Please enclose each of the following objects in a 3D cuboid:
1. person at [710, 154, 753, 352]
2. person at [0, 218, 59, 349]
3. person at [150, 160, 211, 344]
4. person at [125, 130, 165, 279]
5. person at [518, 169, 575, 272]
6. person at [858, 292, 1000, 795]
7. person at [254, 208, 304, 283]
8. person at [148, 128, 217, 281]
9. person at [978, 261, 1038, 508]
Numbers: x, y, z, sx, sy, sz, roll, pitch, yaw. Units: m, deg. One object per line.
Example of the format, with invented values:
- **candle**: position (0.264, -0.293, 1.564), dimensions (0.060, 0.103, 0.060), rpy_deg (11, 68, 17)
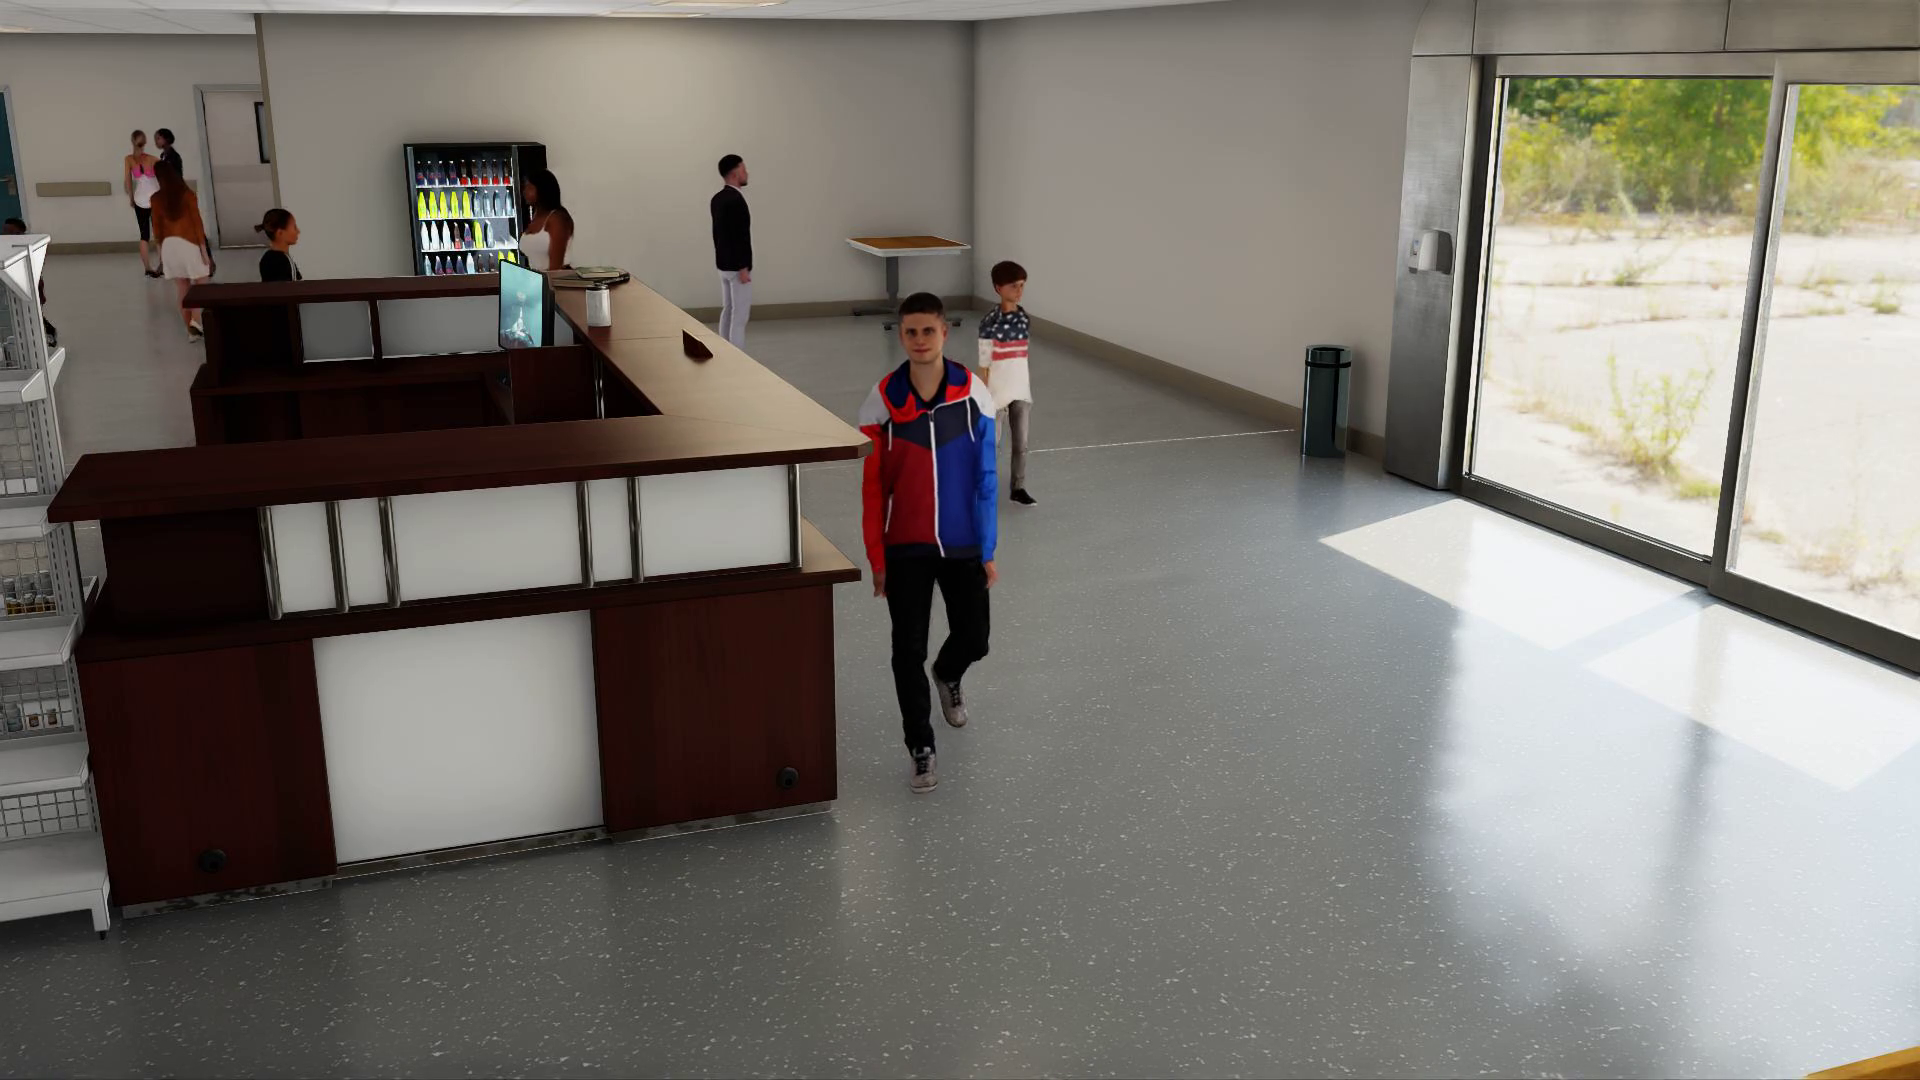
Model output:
- **person**: position (-1.870, -2.232, 13.670), dimensions (0.586, 1.844, 0.676), rpy_deg (-8, 18, -26)
- **person**: position (-8.259, -2.231, 14.770), dimensions (0.749, 1.245, 0.767), rpy_deg (2, 16, 8)
- **person**: position (-7.284, -2.663, 15.495), dimensions (0.709, 1.683, 0.801), rpy_deg (0, 16, 1)
- **person**: position (-10.062, -4.159, 20.607), dimensions (0.565, 1.788, 0.731), rpy_deg (-1, 16, -2)
- **person**: position (-2.906, -1.805, 12.291), dimensions (1.243, 1.771, 0.942), rpy_deg (-13, 21, -39)
- **person**: position (-0.101, -0.009, 5.965), dimensions (0.881, 1.746, 0.824), rpy_deg (-2, 16, -6)
- **person**: position (-4.339, -1.252, 10.533), dimensions (0.785, 1.660, 0.705), rpy_deg (-12, 20, -36)
- **person**: position (-9.383, -4.035, 20.171), dimensions (1.121, 1.787, 1.253), rpy_deg (10, 19, 33)
- **person**: position (0.230, -0.916, 9.765), dimensions (0.818, 1.429, 0.704), rpy_deg (-11, 19, -33)
